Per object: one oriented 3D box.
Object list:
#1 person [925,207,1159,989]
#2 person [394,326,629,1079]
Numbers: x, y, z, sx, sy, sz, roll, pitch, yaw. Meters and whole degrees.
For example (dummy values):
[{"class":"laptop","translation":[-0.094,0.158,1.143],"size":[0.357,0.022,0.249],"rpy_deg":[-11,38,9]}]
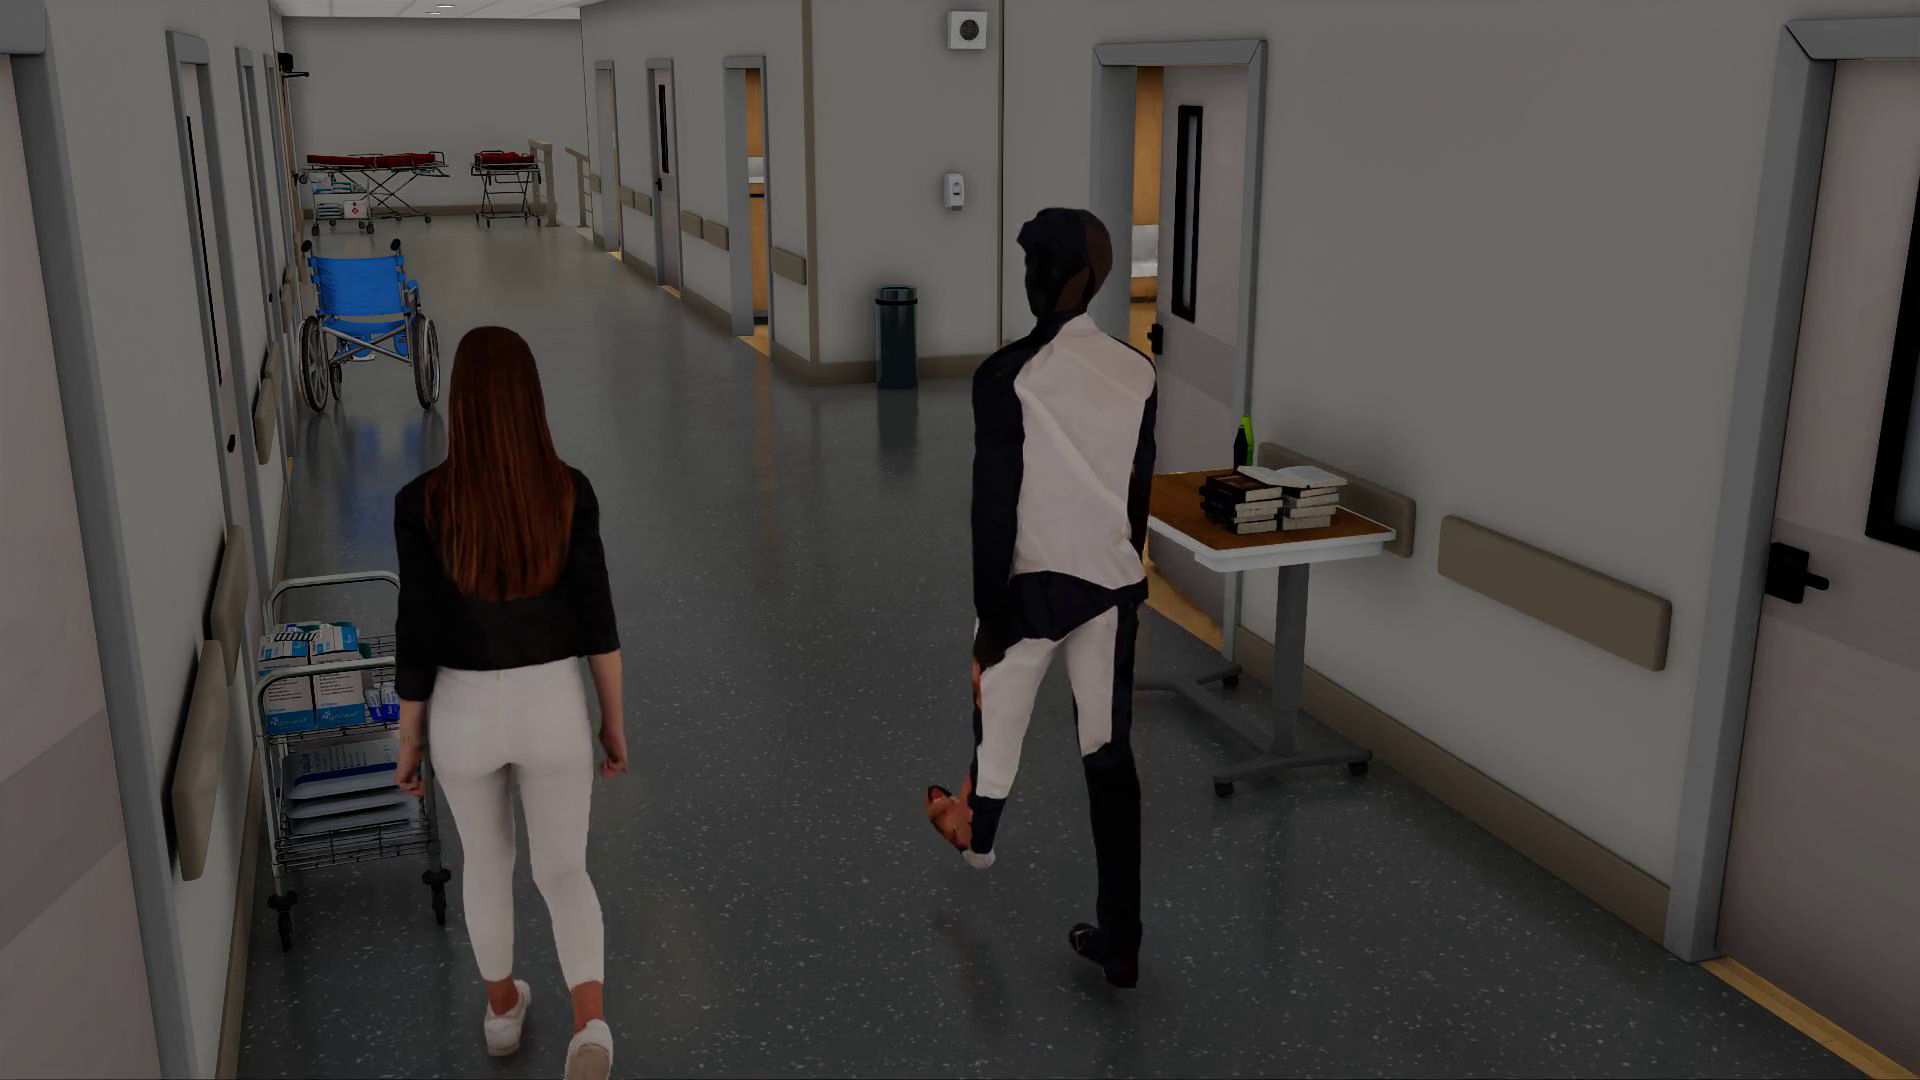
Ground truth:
[{"class":"person","translation":[0.290,0.186,4.032],"size":[0.769,1.843,1.200],"rpy_deg":[-7,17,-23]},{"class":"person","translation":[-0.927,0.429,3.484],"size":[0.683,1.673,1.014],"rpy_deg":[-5,17,-18]}]
